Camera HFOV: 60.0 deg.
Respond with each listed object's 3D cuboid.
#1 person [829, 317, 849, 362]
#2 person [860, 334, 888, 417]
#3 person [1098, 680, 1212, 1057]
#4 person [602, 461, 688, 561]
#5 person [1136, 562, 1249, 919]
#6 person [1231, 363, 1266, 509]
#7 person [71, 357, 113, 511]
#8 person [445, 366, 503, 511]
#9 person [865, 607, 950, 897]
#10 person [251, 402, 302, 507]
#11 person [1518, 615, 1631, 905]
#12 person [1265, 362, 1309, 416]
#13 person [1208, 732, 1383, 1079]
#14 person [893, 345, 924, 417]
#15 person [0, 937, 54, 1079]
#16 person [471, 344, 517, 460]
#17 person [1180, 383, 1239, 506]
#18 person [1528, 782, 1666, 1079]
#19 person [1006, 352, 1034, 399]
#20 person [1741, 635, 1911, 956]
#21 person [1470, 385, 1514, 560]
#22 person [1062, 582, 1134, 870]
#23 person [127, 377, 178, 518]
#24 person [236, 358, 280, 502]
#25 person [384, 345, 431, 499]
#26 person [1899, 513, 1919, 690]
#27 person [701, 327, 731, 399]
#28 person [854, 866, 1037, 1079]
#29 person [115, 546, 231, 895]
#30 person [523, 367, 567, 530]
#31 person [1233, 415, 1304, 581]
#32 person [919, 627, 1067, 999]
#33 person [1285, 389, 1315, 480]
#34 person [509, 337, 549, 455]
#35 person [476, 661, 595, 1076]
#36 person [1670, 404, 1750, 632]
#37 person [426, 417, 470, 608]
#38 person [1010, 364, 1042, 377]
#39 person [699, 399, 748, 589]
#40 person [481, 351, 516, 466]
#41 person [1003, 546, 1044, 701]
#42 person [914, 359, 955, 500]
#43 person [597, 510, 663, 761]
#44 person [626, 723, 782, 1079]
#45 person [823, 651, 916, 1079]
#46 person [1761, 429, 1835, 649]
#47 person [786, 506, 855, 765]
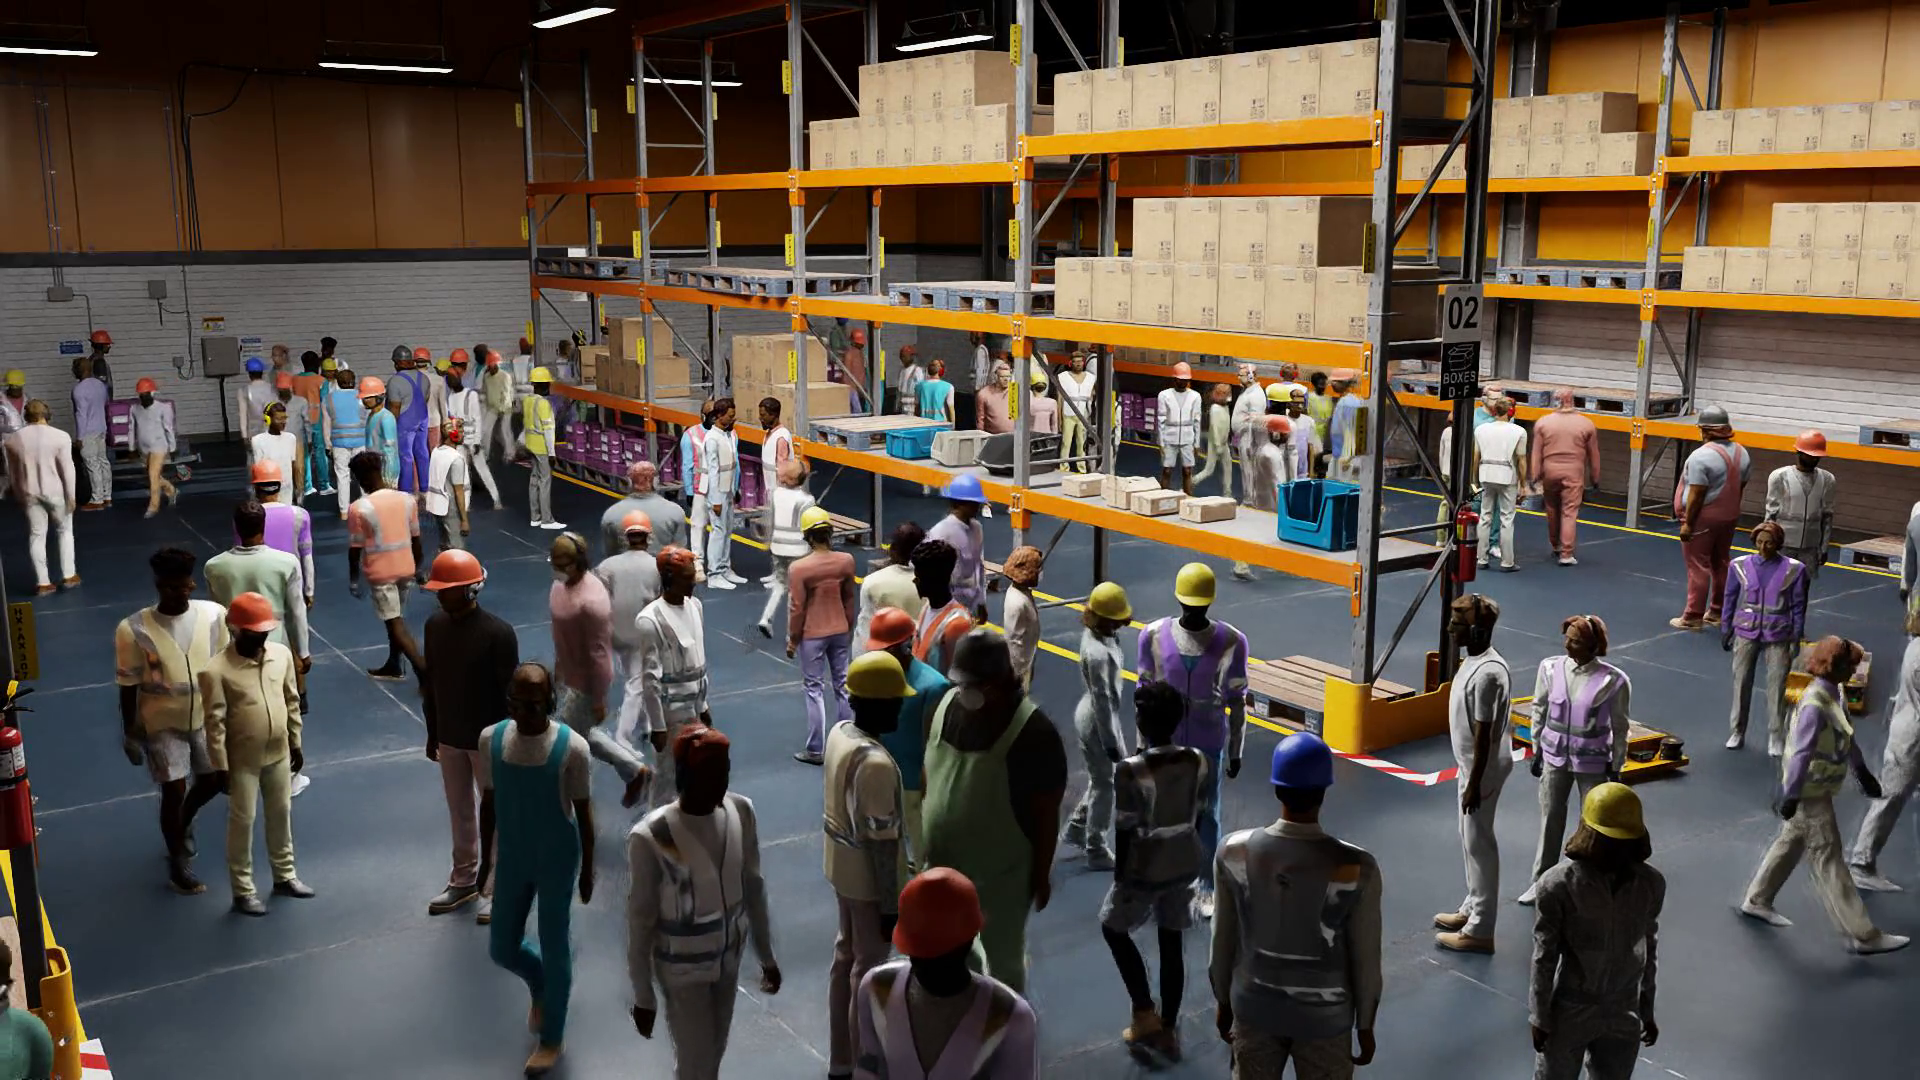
[{"bbox_3d":[-2.392,-3.508,32.180,0.698,1.898,0.667,4,12,21],"label":"person"},{"bbox_3d":[-1.401,-2.480,27.045,0.514,1.846,0.336,-8,14,-35],"label":"person"},{"bbox_3d":[0.868,1.450,7.338,0.559,1.677,0.372,-7,13,-31],"label":"person"},{"bbox_3d":[-2.369,0.322,12.650,0.659,1.861,0.874,-1,11,-3],"label":"person"},{"bbox_3d":[1.218,1.050,8.795,0.589,1.918,0.405,2,11,12],"label":"person"},{"bbox_3d":[3.536,-1.227,20.496,0.399,1.902,0.643,0,11,0],"label":"person"},{"bbox_3d":[-10.962,-1.337,20.958,0.372,1.940,0.631,0,11,-2],"label":"person"},{"bbox_3d":[-6.114,-1.273,20.877,0.594,1.857,0.700,6,13,30],"label":"person"},{"bbox_3d":[-0.313,1.190,8.545,0.577,1.737,0.355,9,14,38],"label":"person"},{"bbox_3d":[-6.821,-0.454,16.647,0.333,1.862,0.494,7,13,34],"label":"person"},{"bbox_3d":[3.268,1.188,8.811,0.515,1.636,0.315,11,15,43],"label":"person"},{"bbox_3d":[4.194,-1.380,21.441,0.570,1.839,0.382,6,12,26],"label":"person"},{"bbox_3d":[1.168,1.623,5.819,0.604,1.939,0.415,6,12,26],"label":"person"},{"bbox_3d":[-0.700,-1.870,23.835,0.442,1.873,0.591,-5,12,-26],"label":"person"},{"bbox_3d":[-2.701,1.929,4.415,0.995,1.867,0.698,5,12,25],"label":"person"},{"bbox_3d":[-7.095,-2.060,25.026,0.638,1.802,0.952,10,15,42],"label":"person"},{"bbox_3d":[3.199,-1.199,21.099,0.748,1.607,0.501,7,13,32],"label":"person"},{"bbox_3d":[2.275,1.694,5.946,0.492,1.742,0.323,-2,11,-9],"label":"person"},{"bbox_3d":[0.767,-1.518,21.865,0.648,1.941,0.501,-5,12,-26],"label":"person"},{"bbox_3d":[4.438,1.277,8.452,0.765,1.597,0.516,7,13,32],"label":"person"},{"bbox_3d":[5.708,-0.732,17.971,0.646,1.900,0.399,-3,11,-16],"label":"person"},{"bbox_3d":[0.783,1.048,9.332,0.384,1.712,0.533,2,11,9],"label":"person"},{"bbox_3d":[-10.000,-1.175,20.660,0.554,1.729,0.738,2,11,12],"label":"person"},{"bbox_3d":[-8.916,-1.373,21.283,0.624,1.884,1.031,-8,14,-37],"label":"person"},{"bbox_3d":[-7.199,-1.507,21.563,0.535,2.000,0.674,6,12,26],"label":"person"},{"bbox_3d":[6.906,0.473,11.690,0.371,1.941,0.627,-2,11,-12],"label":"person"},{"bbox_3d":[-4.159,-2.745,28.329,0.518,1.876,0.326,-4,12,-22],"label":"person"},{"bbox_3d":[-0.061,1.839,4.726,0.567,1.926,0.400,4,12,20],"label":"person"},{"bbox_3d":[-4.315,0.963,9.185,0.603,1.939,0.648,10,15,43],"label":"person"},{"bbox_3d":[-4.950,-1.086,19.701,0.369,1.928,0.585,-9,14,-39],"label":"person"},{"bbox_3d":[3.202,-0.412,16.816,0.892,1.698,0.599,2,11,10],"label":"person"},{"bbox_3d":[0.111,1.315,7.120,0.711,2.000,0.602,7,13,33],"label":"person"},{"bbox_3d":[3.619,-0.740,18.173,0.503,1.838,0.342,-1,11,-6],"label":"person"},{"bbox_3d":[-6.746,-2.249,25.884,0.560,1.836,0.892,6,12,27],"label":"person"},{"bbox_3d":[-1.838,1.399,7.226,0.544,1.832,0.454,2,11,9],"label":"person"},{"bbox_3d":[6.678,-0.208,14.919,0.688,2.000,0.536,-6,13,-28],"label":"person"},{"bbox_3d":[-4.777,-0.232,15.576,0.393,1.836,0.561,-9,14,-38],"label":"person"},{"bbox_3d":[0.874,-1.779,23.076,0.622,1.992,0.396,-11,15,-44],"label":"person"},{"bbox_3d":[-2.380,-0.460,16.564,0.412,1.907,0.596,2,11,8],"label":"person"},{"bbox_3d":[-6.878,-1.913,24.490,0.556,1.711,0.794,6,13,29],"label":"person"},{"bbox_3d":[0.392,0.834,10.653,0.278,1.627,0.501,1,11,6],"label":"person"},{"bbox_3d":[-0.332,-1.439,21.725,0.572,1.840,0.374,5,12,23],"label":"person"},{"bbox_3d":[-2.166,0.641,11.417,0.553,1.701,0.869,4,12,20],"label":"person"},{"bbox_3d":[-0.930,1.591,6.183,0.565,1.879,0.605,9,14,38],"label":"person"},{"bbox_3d":[-0.372,1.401,6.975,0.382,1.924,0.594,-5,12,-23],"label":"person"},{"bbox_3d":[7.092,0.019,14.065,0.548,1.926,0.387,1,11,5],"label":"person"},{"bbox_3d":[-0.945,0.646,11.273,0.523,1.760,0.327,-8,14,-37],"label":"person"}]
